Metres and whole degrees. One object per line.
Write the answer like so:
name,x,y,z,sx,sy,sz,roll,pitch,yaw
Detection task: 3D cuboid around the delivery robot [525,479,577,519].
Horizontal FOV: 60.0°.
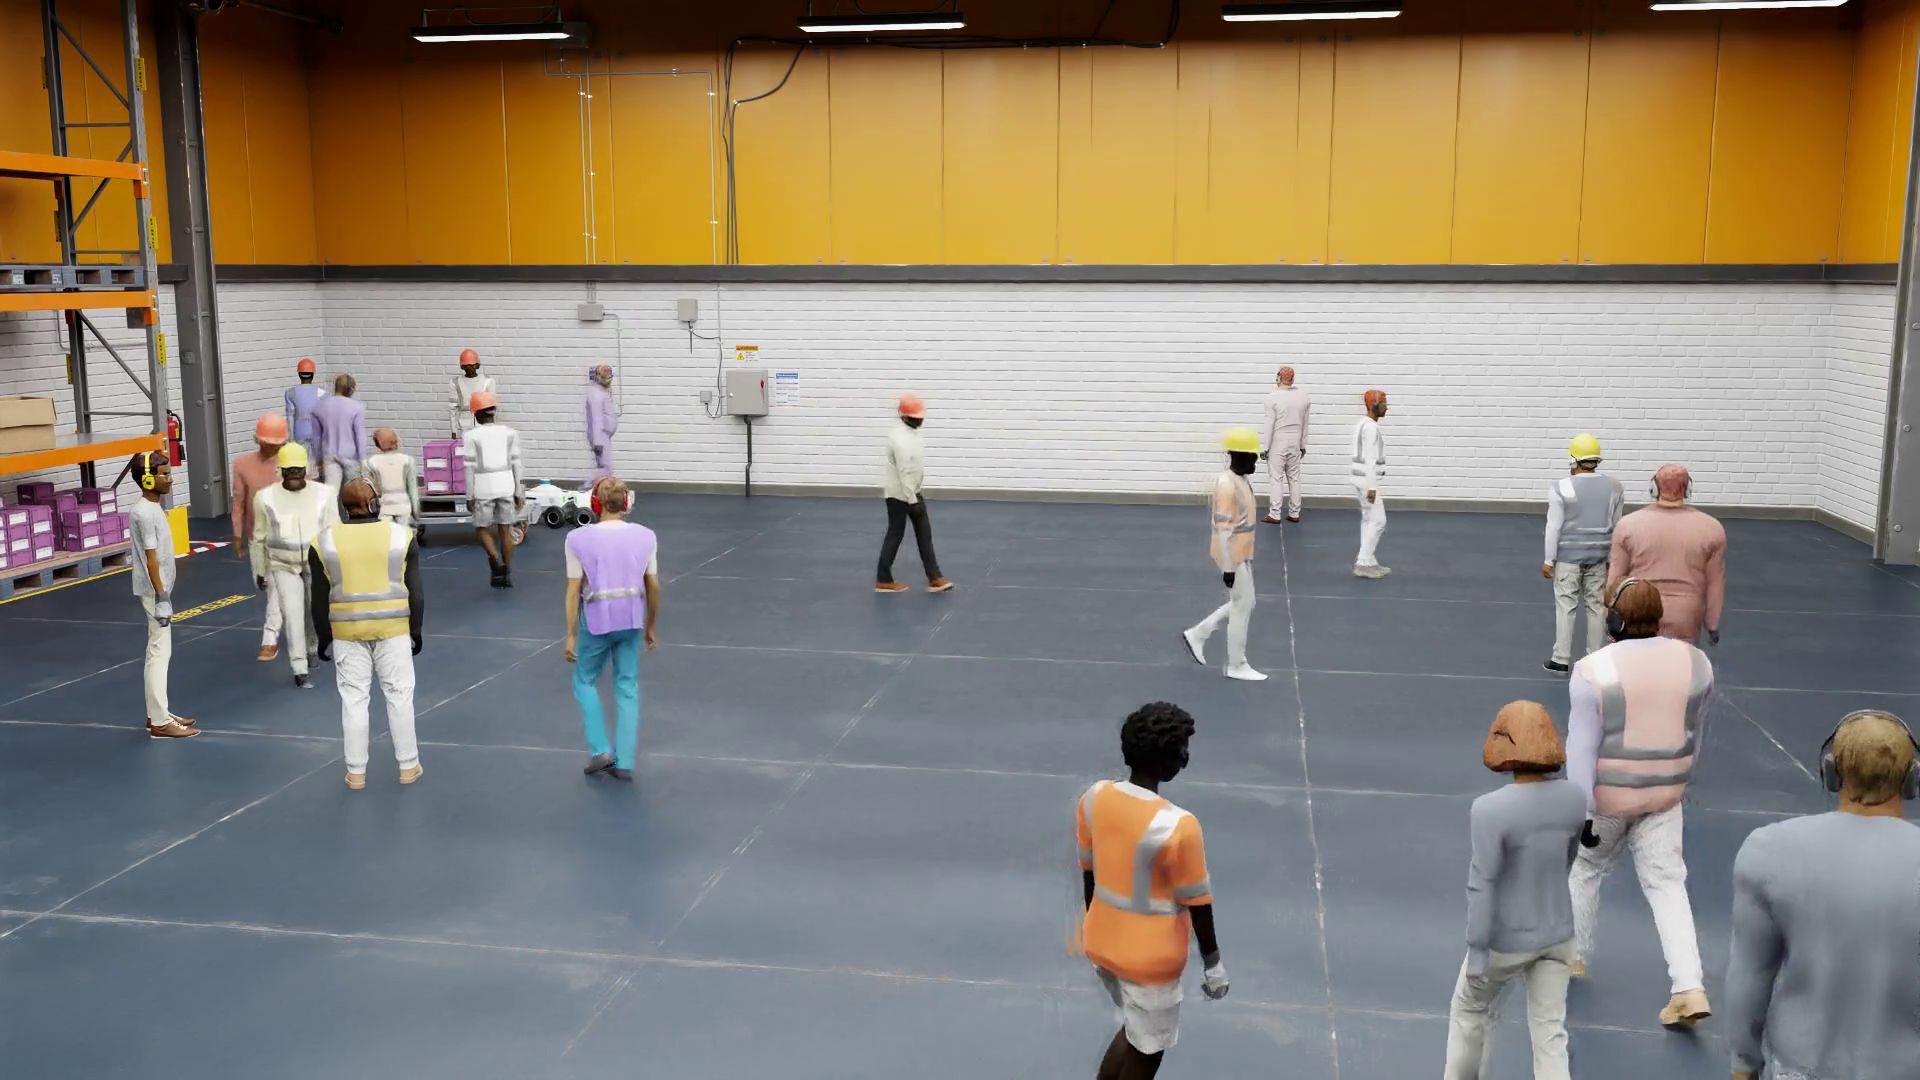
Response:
delivery robot,-4.948,-0.484,19.881,0.707,0.478,0.477,3,9,17

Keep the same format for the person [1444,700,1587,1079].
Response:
person,1.854,1.328,5.662,0.516,1.600,0.723,-3,10,-20

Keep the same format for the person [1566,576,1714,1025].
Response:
person,2.779,1.046,6.827,0.623,1.805,0.925,-1,9,-5

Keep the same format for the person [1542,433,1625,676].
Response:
person,4.661,0.114,12.507,0.597,1.833,0.404,-1,9,-8

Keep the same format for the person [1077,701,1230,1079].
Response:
person,0.605,1.337,5.397,0.379,1.677,0.538,-5,11,-30

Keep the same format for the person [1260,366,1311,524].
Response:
person,3.901,-1.147,20.102,0.655,1.906,0.407,-4,10,-24

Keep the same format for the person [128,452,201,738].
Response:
person,-5.222,0.364,10.869,0.328,1.864,0.513,-5,10,-28

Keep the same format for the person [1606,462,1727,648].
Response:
person,4.293,0.464,10.148,0.666,1.893,0.661,3,10,20

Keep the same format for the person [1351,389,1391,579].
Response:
person,4.105,-0.558,16.544,0.426,1.875,0.628,1,9,8

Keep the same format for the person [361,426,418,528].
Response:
person,-5.284,-0.251,15.469,0.520,1.612,0.711,-6,11,-34

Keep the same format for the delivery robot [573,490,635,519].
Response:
delivery robot,-4.219,-0.464,19.754,0.707,0.478,0.477,-2,9,-9

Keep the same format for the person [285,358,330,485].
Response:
person,-8.295,-1.343,21.221,0.549,1.937,0.358,-4,10,-22

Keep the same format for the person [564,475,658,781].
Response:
person,-2.093,0.527,9.936,0.611,1.827,0.491,-6,11,-31

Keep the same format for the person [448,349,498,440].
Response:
person,-6.416,-1.504,21.957,0.612,2.029,0.407,-2,9,-15

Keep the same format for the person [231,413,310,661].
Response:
person,-5.458,-0.060,13.285,0.655,1.943,0.850,0,9,-1

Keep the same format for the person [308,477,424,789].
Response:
person,-3.476,0.547,9.803,0.624,1.841,0.430,-3,10,-16

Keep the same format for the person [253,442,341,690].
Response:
person,-4.918,0.152,12.392,0.615,1.799,0.900,-5,10,-27

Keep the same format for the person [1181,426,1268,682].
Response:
person,1.996,0.099,12.363,0.588,1.906,0.598,3,10,19

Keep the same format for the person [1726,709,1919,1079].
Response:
person,2.292,1.396,4.307,0.636,1.916,0.755,7,12,39

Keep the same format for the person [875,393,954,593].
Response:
person,-0.433,-0.422,15.546,0.849,1.927,0.676,4,10,23

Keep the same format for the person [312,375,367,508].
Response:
person,-7.013,-0.939,18.922,0.663,1.862,1.017,0,9,0

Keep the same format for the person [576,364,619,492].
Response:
person,-4.556,-1.278,20.976,0.508,1.881,0.722,-1,9,-5

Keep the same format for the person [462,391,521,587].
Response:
person,-4.440,-0.466,15.864,0.570,1.912,0.528,-6,11,-33
